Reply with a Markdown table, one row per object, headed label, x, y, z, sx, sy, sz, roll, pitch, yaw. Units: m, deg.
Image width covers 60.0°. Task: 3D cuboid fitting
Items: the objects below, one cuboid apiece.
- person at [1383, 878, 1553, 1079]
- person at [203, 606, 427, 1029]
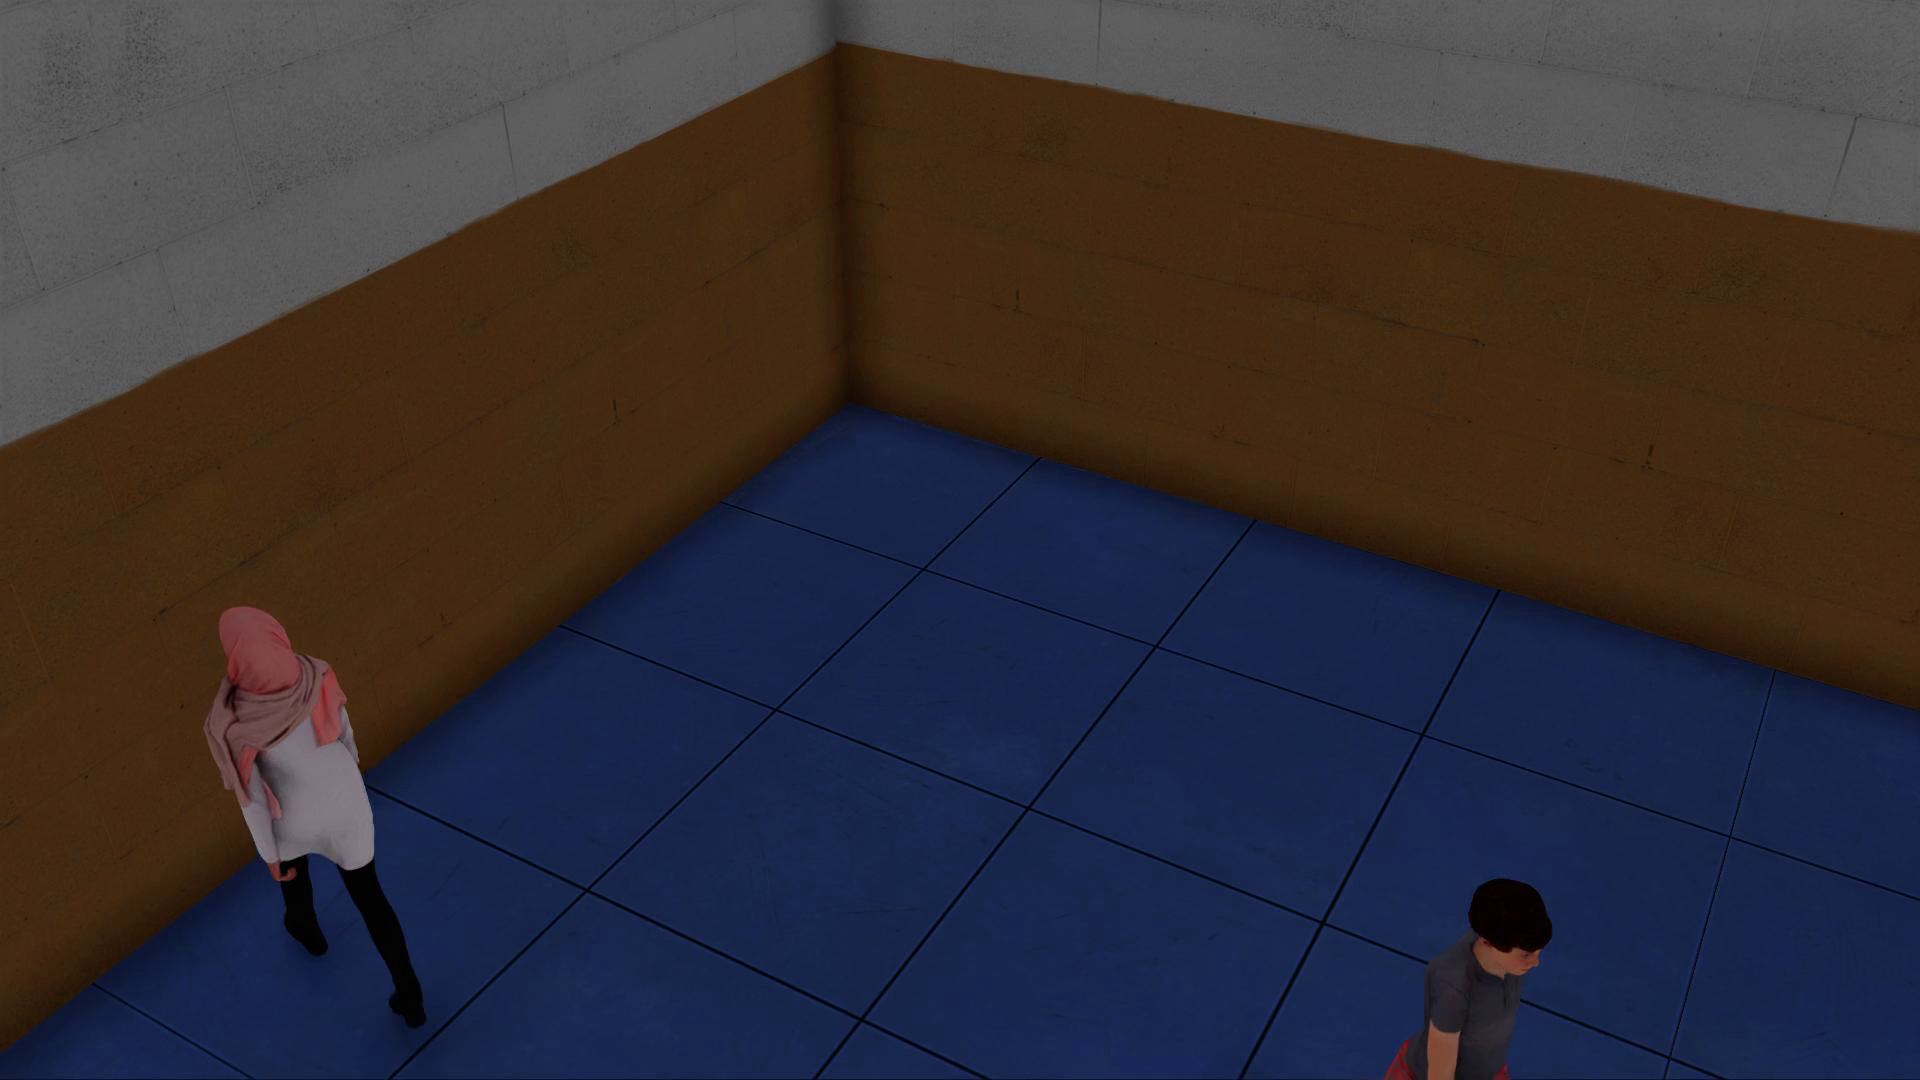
| label | x | y | z | sx | sy | sz | roll | pitch | yaw |
| --- | --- | --- | --- | --- | --- | --- | --- | --- | --- |
| person | 1.422 | 1.596 | 5.088 | 1.107 | 1.614 | 0.959 | -20 | 39 | -27 |
| person | -2.227 | 0.997 | 5.863 | 1.174 | 1.765 | 0.971 | -25 | 41 | -33 |
